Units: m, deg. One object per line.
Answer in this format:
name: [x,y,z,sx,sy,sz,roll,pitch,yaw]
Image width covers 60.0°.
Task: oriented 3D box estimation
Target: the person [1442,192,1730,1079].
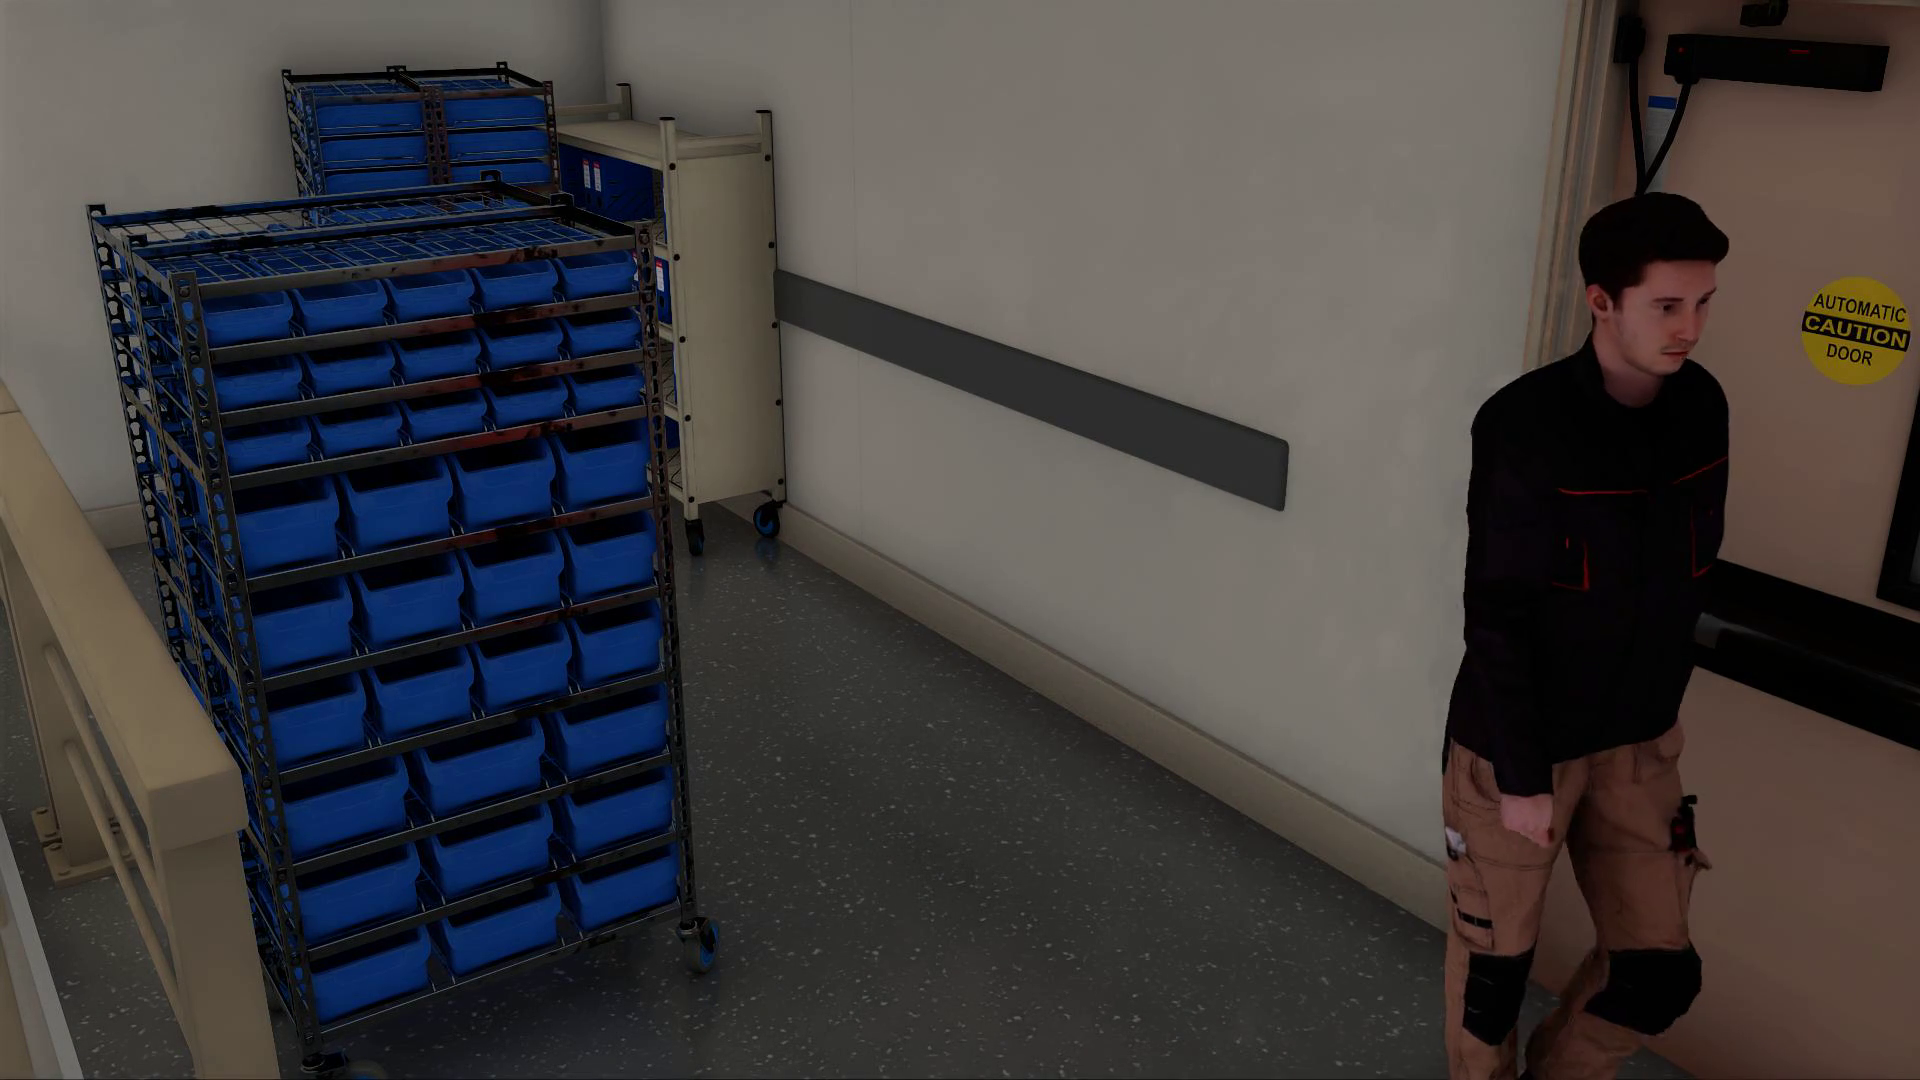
person: [1.022,0.316,2.971,0.803,1.904,0.772,-8,22,-19]
